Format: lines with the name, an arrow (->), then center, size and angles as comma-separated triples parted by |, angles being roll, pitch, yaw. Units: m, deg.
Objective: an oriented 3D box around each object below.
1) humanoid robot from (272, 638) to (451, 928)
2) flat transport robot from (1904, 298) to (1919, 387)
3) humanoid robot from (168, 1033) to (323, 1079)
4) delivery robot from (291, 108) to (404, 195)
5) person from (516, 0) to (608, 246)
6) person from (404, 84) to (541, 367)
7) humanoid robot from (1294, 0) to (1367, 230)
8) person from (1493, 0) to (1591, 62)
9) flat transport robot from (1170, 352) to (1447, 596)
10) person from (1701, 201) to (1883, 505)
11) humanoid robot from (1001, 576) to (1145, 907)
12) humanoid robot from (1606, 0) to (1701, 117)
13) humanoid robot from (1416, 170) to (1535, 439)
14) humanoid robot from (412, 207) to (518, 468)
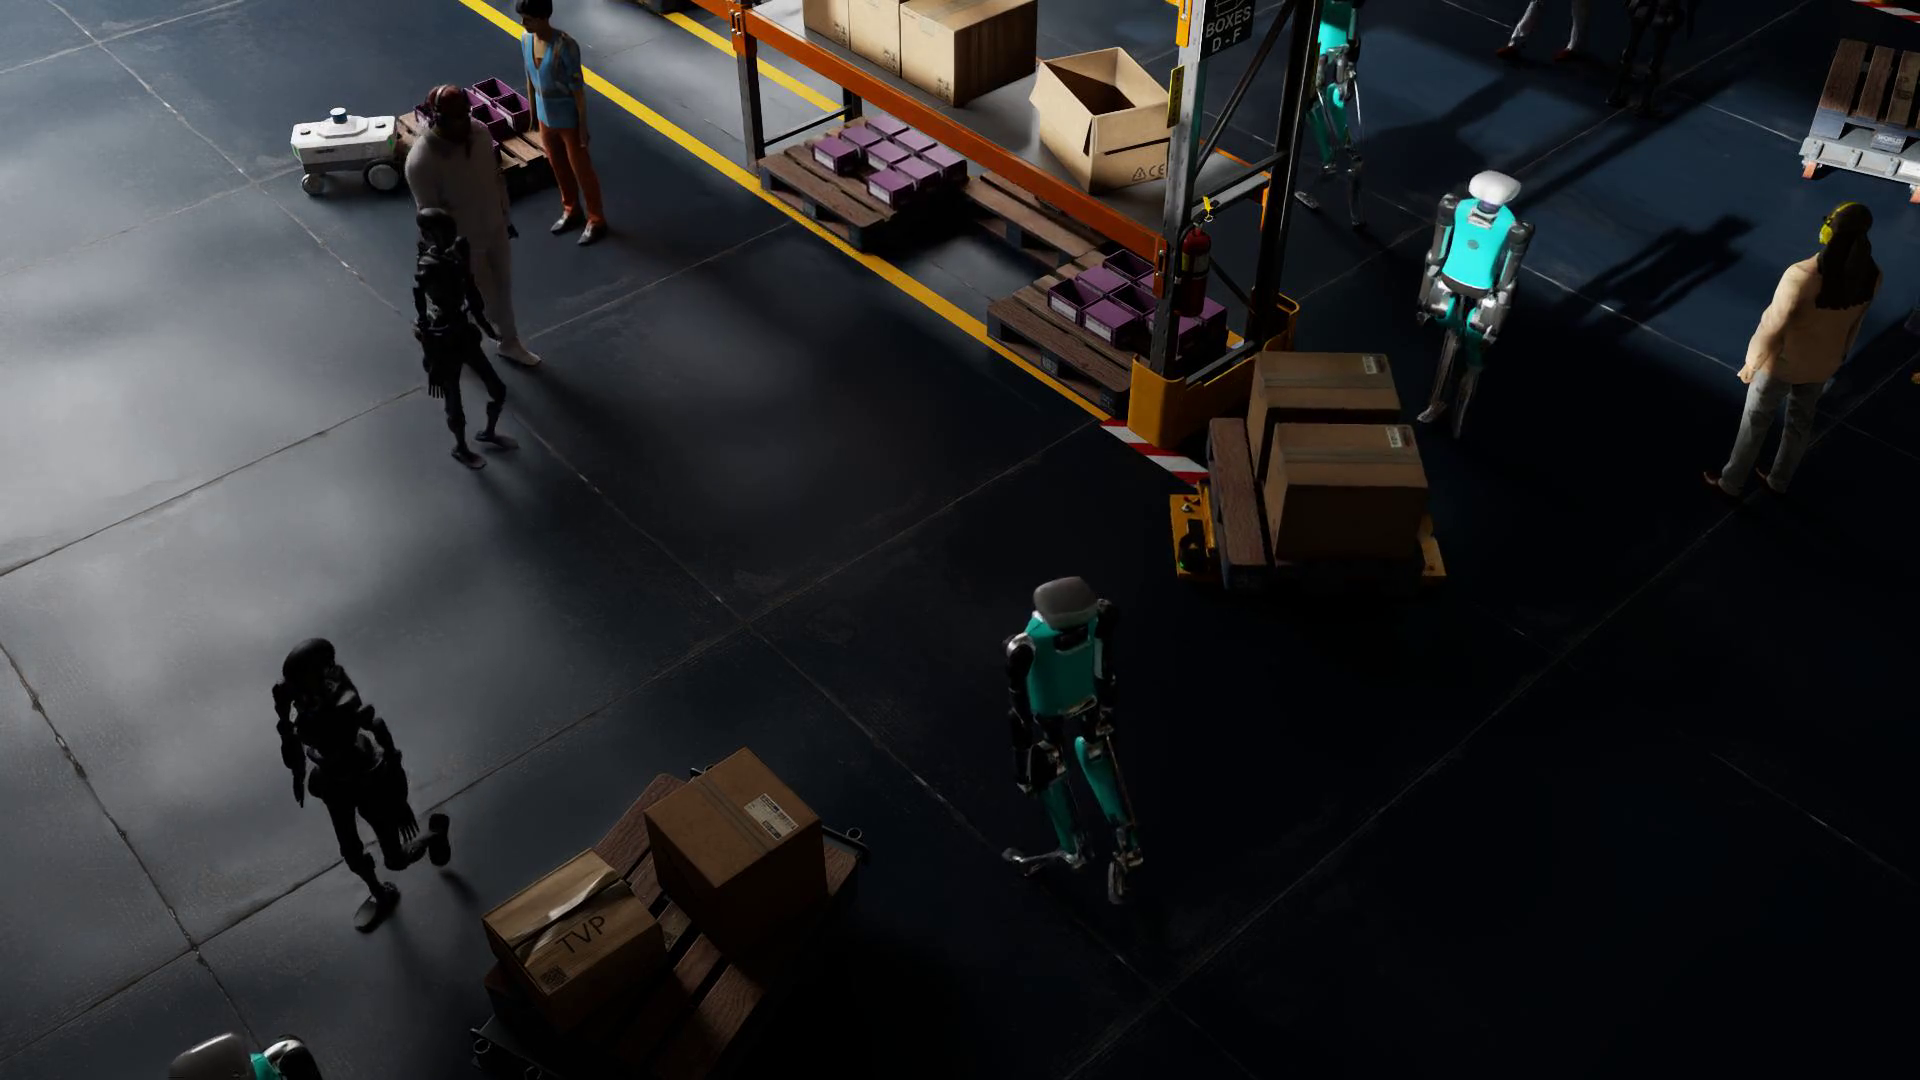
humanoid robot -> -2.536, 0.967, 7.003 | 0.610, 1.635, 0.526 | 13, 44, 14
flat transport robot -> 6.646, -1.055, 10.243 | 1.431, 0.231, 0.659 | -19, 46, -20
humanoid robot -> -2.111, 2.323, 5.507 | 0.559, 1.742, 1.037 | -32, 51, -30
delivery robot -> -4.369, -2.805, 11.947 | 0.809, 0.611, 0.499 | -7, 43, -8
person -> -2.664, -2.813, 11.055 | 0.502, 1.759, 0.328 | 23, 47, 23
person -> -2.896, -1.827, 9.881 | 0.481, 1.891, 0.668 | 20, 46, 20
humanoid robot -> 2.598, -2.896, 11.220 | 0.545, 1.861, 0.854 | -20, 46, -21
person -> 4.722, -4.503, 12.876 | 0.825, 1.790, 0.533 | -20, 46, -20
flat transport robot -> 1.896, -0.040, 9.138 | 1.431, 0.231, 0.659 | 1, 43, 1
person -> 4.520, -0.969, 8.974 | 0.554, 1.869, 0.391 | -4, 43, -4
humanoid robot -> 0.556, 1.013, 6.925 | 0.531, 1.785, 0.869 | -24, 48, -23
humanoid robot -> 5.220, -4.012, 12.408 | 0.315, 1.657, 0.599 | -29, 50, -28
humanoid robot -> 2.936, -1.354, 9.509 | 0.552, 1.826, 0.697 | 26, 49, 25
humanoid robot -> -2.811, -1.116, 9.269 | 0.388, 1.642, 0.611 | 11, 44, 12
